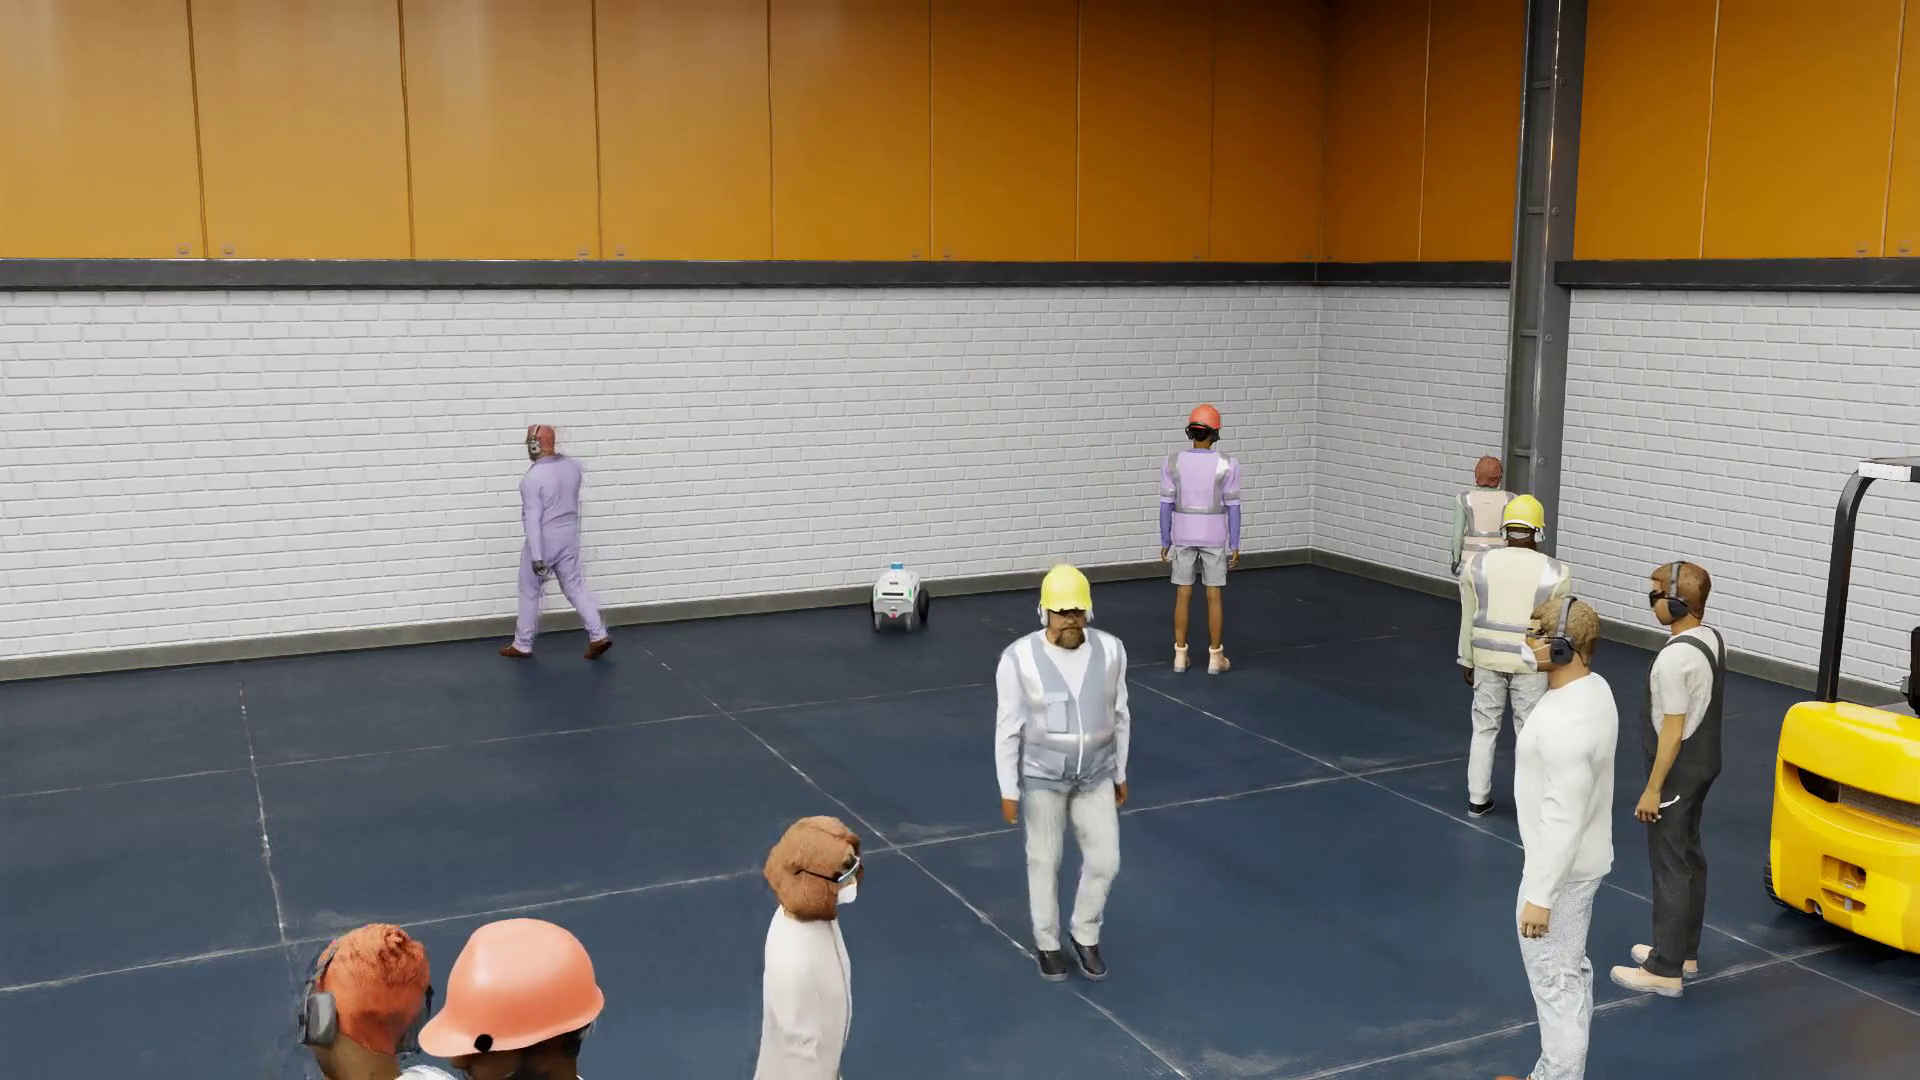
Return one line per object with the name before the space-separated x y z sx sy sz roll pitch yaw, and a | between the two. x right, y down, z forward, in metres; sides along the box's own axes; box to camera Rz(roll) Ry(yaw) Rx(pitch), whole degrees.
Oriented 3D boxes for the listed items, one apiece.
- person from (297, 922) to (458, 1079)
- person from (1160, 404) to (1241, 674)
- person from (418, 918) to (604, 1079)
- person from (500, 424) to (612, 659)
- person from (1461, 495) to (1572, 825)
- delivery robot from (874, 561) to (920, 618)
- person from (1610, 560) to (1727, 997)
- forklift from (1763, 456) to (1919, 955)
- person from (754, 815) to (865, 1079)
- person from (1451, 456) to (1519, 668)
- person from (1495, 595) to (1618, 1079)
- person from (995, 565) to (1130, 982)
person | -0.998 1.628 3.054 0.400 1.859 0.712 -1 9 -6
person | 1.823 -0.008 12.612 0.611 2.042 0.394 3 10 18
person | -0.736 1.598 2.979 0.364 1.936 0.545 -8 12 -41
person | -3.176 0.019 12.970 0.909 1.874 0.645 6 11 31
person | 3.055 0.660 9.166 0.586 1.824 0.404 5 10 28
delivery robot | -0.538 0.426 14.232 0.477 0.478 0.707 1 9 4
person | 3.003 0.995 7.007 0.345 1.844 0.507 8 12 40
forklift | 4.857 0.731 7.561 2.313 2.155 1.214 -4 10 -25
person | -0.450 1.511 4.536 0.420 1.610 0.511 1 9 5
person | 4.010 0.178 12.700 0.514 1.642 0.310 2 9 15
person | 2.065 1.146 5.775 0.372 1.940 0.630 4 10 25
person | 0.451 1.002 7.048 0.616 1.811 0.496 -2 9 -13
